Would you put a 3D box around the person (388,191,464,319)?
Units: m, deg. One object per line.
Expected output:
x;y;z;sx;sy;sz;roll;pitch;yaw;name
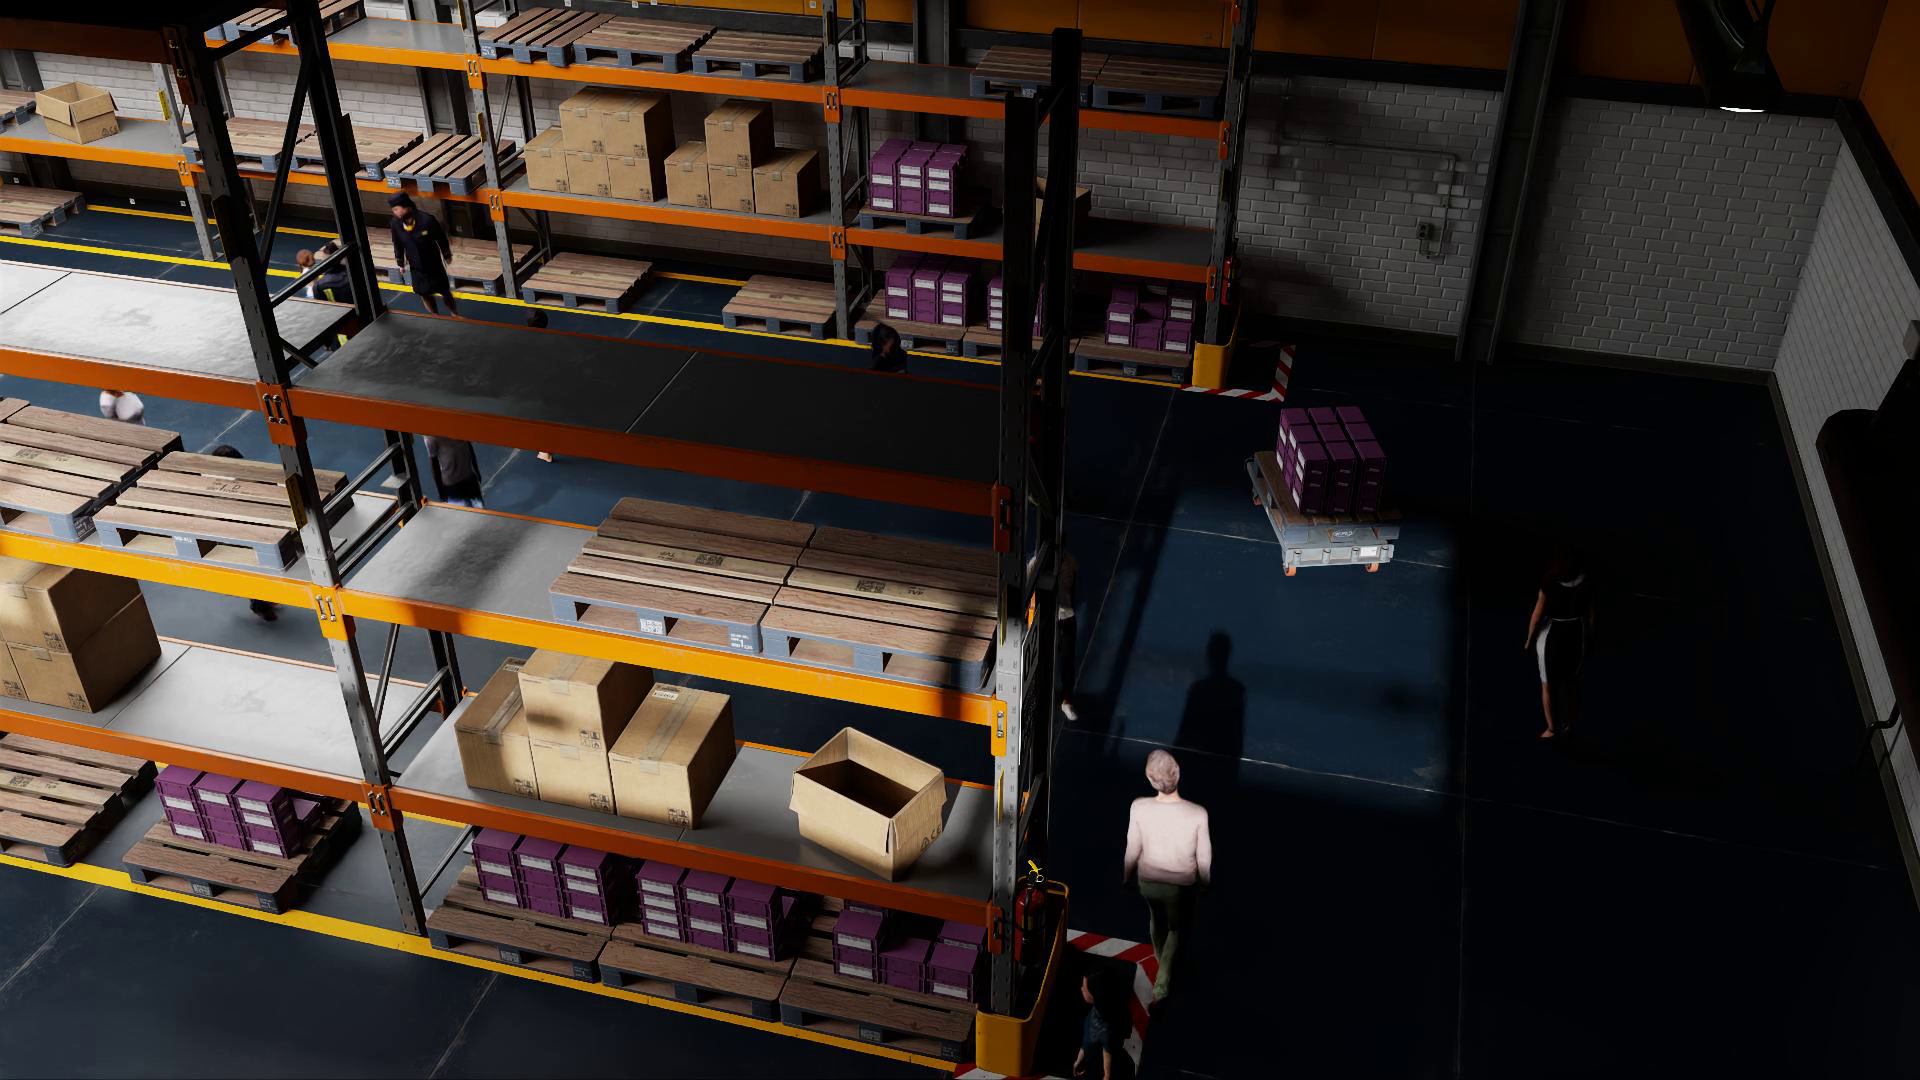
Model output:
-5.706;-2.993;17.943;0.733;1.639;0.963;-8;34;-12;person

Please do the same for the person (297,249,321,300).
-7.000;-2.680;18.032;0.536;1.019;0.486;-13;36;-19;person

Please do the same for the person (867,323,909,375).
-0.690;-1.216;15.191;0.780;1.726;0.821;-26;42;-34;person

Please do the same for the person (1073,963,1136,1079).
0.876;2.929;8.961;0.621;1.719;0.595;4;34;6;person

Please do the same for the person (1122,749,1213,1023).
1.232;2.139;10.051;0.974;1.828;0.755;9;35;14;person

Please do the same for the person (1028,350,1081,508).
0.782;-0.979;15.024;0.641;1.517;0.857;5;34;7;person

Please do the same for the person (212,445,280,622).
-5.932;-0.085;13.608;0.679;1.595;0.652;5;34;8;person

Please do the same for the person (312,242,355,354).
-6.009;-2.065;16.341;0.881;1.866;0.890;-29;43;-36;person

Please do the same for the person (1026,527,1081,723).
0.650;0.535;12.650;0.894;1.623;0.857;-6;34;-9;person

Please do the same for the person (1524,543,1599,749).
4.403;0.802;12.124;0.591;1.760;0.804;5;34;8;person
